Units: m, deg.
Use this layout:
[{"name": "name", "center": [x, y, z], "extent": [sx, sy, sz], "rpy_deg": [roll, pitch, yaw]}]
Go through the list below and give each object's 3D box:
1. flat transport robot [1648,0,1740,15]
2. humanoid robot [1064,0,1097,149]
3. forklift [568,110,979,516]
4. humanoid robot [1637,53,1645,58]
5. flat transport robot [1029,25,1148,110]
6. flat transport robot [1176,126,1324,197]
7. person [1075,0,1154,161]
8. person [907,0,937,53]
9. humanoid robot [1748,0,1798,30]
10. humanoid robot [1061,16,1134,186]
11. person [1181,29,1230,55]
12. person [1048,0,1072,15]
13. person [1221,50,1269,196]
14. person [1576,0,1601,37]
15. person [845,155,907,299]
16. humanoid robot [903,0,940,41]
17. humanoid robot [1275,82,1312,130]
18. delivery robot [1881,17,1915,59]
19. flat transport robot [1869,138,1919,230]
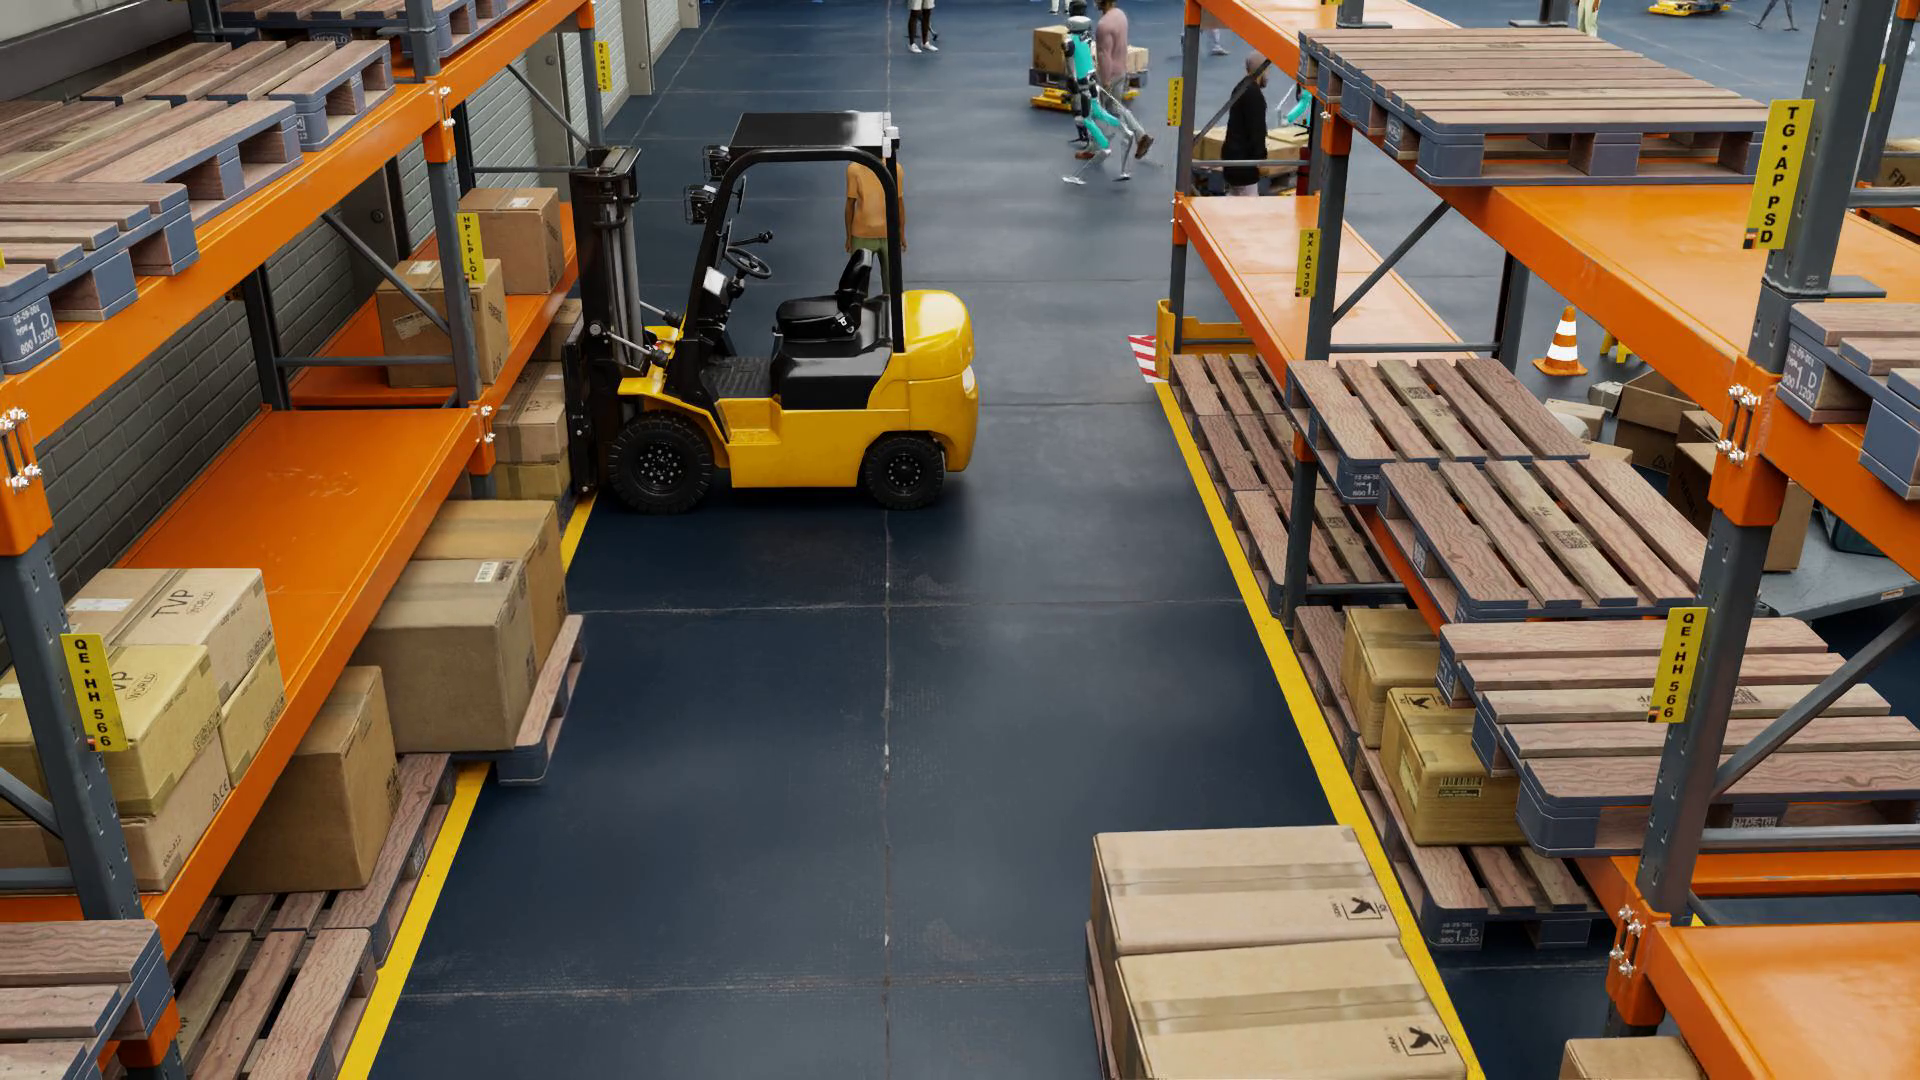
[{"name": "flat transport robot", "center": [12.801, -9.373, 29.152], "extent": [1.431, 0.231, 0.659], "rpy_deg": [-16, 30, -30]}, {"name": "humanoid robot", "center": [1.412, -5.290, 18.868], "extent": [0.400, 1.646, 0.586], "rpy_deg": [7, 26, 14]}, {"name": "forklift", "center": [-1.043, -1.379, 9.976], "extent": [2.313, 2.155, 1.214], "rpy_deg": [-1, 25, -2]}, {"name": "humanoid robot", "center": [5.664, -3.461, 14.940], "extent": [0.778, 1.811, 0.541], "rpy_deg": [19, 31, 35]}, {"name": "flat transport robot", "center": [1.634, -5.793, 21.572], "extent": [0.659, 0.231, 1.431], "rpy_deg": [22, 33, 39]}, {"name": "flat transport robot", "center": [2.948, -3.511, 16.739], "extent": [1.431, 0.231, 0.659], "rpy_deg": [22, 33, 39]}, {"name": "person", "center": [1.693, -5.066, 18.119], "extent": [0.786, 1.910, 0.627], "rpy_deg": [13, 28, 25]}, {"name": "person", "center": [-0.592, -8.313, 25.015], "extent": [0.543, 1.892, 0.363], "rpy_deg": [-19, 31, -34]}, {"name": "humanoid robot", "center": [13.370, -9.127, 27.021], "extent": [0.756, 1.625, 0.613], "rpy_deg": [15, 29, 29]}, {"name": "humanoid robot", "center": [1.501, -4.441, 17.004], "extent": [0.916, 1.745, 0.574], "rpy_deg": [8, 26, 17]}, {"name": "person", "center": [3.680, -8.104, 24.636], "extent": [0.707, 1.828, 0.582], "rpy_deg": [0, 25, -1]}, {"name": "person", "center": [1.744, -9.985, 28.709], "extent": [0.568, 1.750, 0.328], "rpy_deg": [-9, 27, -18]}, {"name": "person", "center": [2.429, -3.307, 14.482], "extent": [0.583, 1.831, 0.715], "rpy_deg": [3, 25, 7]}, {"name": "person", "center": [8.992, -7.689, 23.689], "extent": [0.382, 1.890, 0.544], "rpy_deg": [-2, 25, -4]}, {"name": "person", "center": [-0.622, -2.237, 12.344], "extent": [0.457, 1.717, 0.367], "rpy_deg": [-3, 25, -5]}, {"name": "humanoid robot", "center": [-0.603, -8.668, 26.072], "extent": [0.705, 1.627, 0.598], "rpy_deg": [13, 28, 25]}, {"name": "humanoid robot", "center": [3.587, -4.588, 17.402], "extent": [0.790, 1.854, 0.546], "rpy_deg": [-15, 29, -29]}, {"name": "delivery robot", "center": [13.857, -7.482, 24.818], "extent": [0.802, 0.598, 0.499], "rpy_deg": [-15, 29, -29]}, {"name": "flat transport robot", "center": [7.899, -2.005, 13.549], "extent": [1.431, 0.231, 0.659], "rpy_deg": [4, 26, 9]}]
